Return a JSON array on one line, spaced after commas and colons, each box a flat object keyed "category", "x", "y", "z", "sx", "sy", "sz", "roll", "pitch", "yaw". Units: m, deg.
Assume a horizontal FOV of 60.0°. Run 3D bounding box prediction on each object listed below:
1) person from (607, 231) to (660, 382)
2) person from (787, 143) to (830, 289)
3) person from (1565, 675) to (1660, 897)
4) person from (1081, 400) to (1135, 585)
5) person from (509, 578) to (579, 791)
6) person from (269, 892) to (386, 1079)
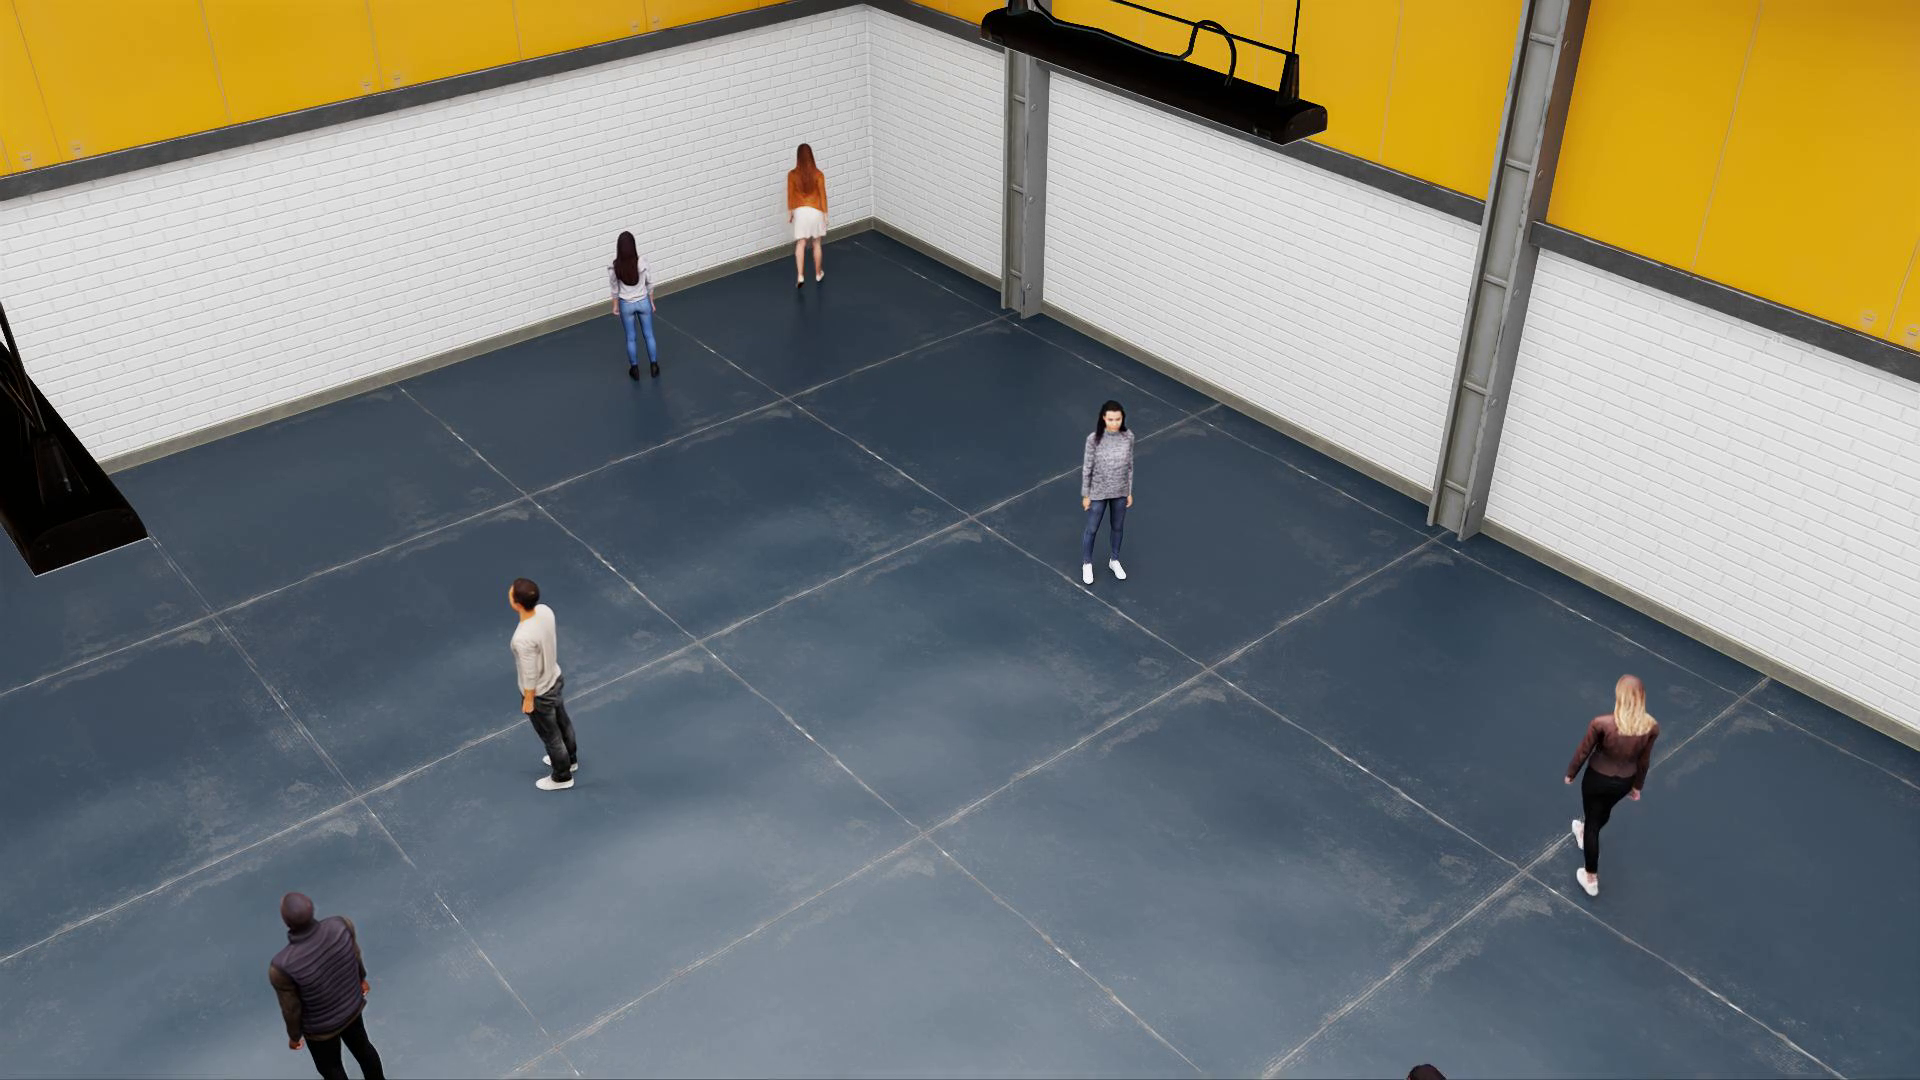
[{"category": "person", "x": -3.402, "y": -2.455, "z": 17.421, "sx": 0.671, "sy": 1.632, "sz": 0.645, "roll": -10, "pitch": 35, "yaw": -14}, {"category": "person", "x": -1.769, "y": -3.733, "z": 19.273, "sx": 0.927, "sy": 1.709, "sz": 1.001, "roll": 1, "pitch": 34, "yaw": 2}, {"category": "person", "x": 4.363, "y": 1.670, "z": 11.174, "sx": 0.966, "sy": 1.676, "sz": 1.055, "roll": 0, "pitch": 34, "yaw": 1}, {"category": "person", "x": 1.271, "y": -0.434, "z": 14.289, "sx": 0.687, "sy": 1.733, "sz": 0.678, "roll": -7, "pitch": 34, "yaw": -10}, {"category": "person", "x": -3.006, "y": 1.033, "z": 12.010, "sx": 0.769, "sy": 1.811, "sz": 0.724, "roll": 5, "pitch": 34, "yaw": 7}, {"category": "person", "x": -3.597, "y": 2.694, "z": 9.490, "sx": 0.681, "sy": 1.835, "sz": 0.763, "roll": 19, "pitch": 38, "yaw": 26}]
